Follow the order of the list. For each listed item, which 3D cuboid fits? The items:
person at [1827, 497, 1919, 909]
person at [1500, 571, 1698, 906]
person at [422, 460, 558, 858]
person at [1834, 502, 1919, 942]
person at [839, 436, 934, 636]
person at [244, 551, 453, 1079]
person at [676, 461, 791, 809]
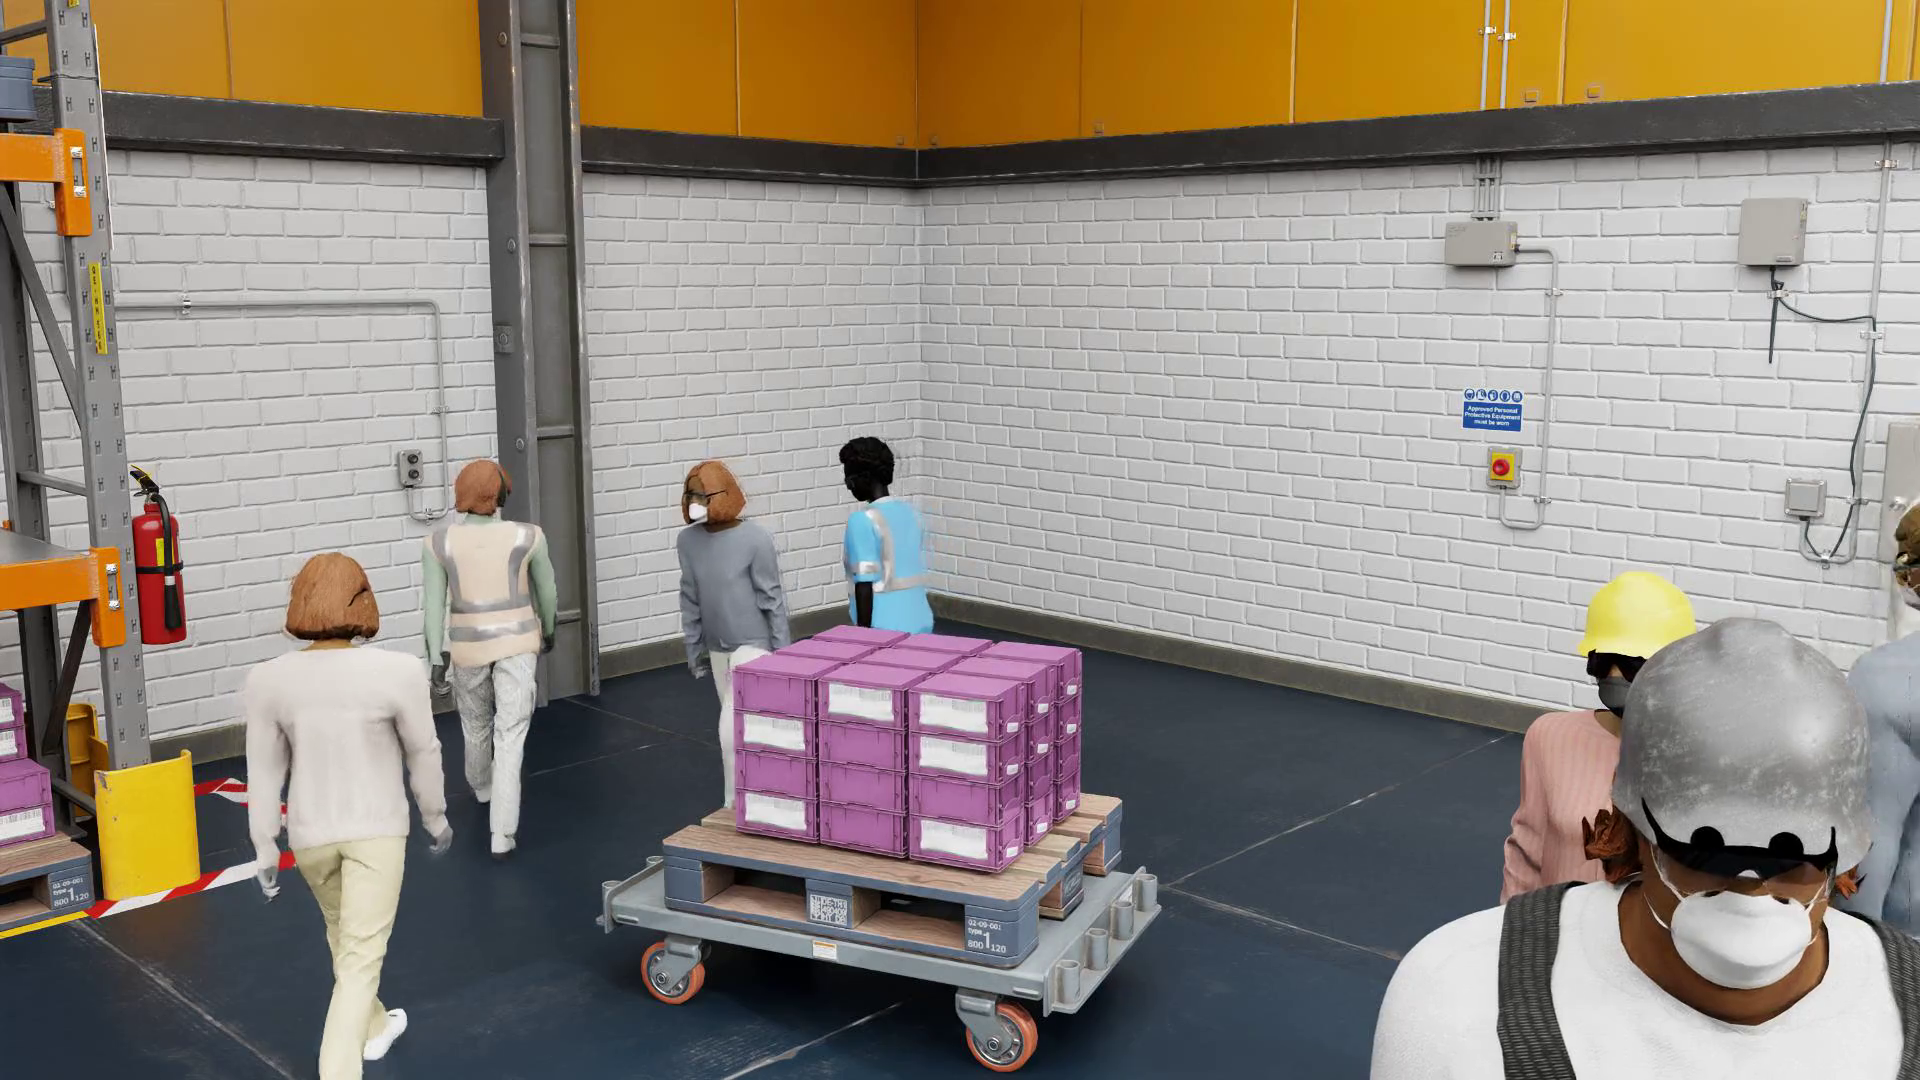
[{"bbox_3d":[3.240,0.507,5.592,0.631,1.922,0.599,-9,13,-43],"label":"person"},{"bbox_3d":[1.352,0.933,3.427,0.524,1.769,0.316,9,13,43],"label":"person"},{"bbox_3d":[-1.934,0.455,6.922,0.506,1.580,0.923,-1,9,-6],"label":"person"},{"bbox_3d":[2.192,0.843,3.564,0.641,1.902,0.676,0,9,-1],"label":"person"},{"bbox_3d":[-0.349,0.398,7.007,0.584,1.657,0.551,5,11,29],"label":"person"},{"bbox_3d":[-1.706,0.828,4.631,0.497,1.594,0.870,0,9,1],"label":"person"},{"bbox_3d":[-0.959,0.473,6.783,0.514,1.592,0.699,7,11,35],"label":"person"}]
